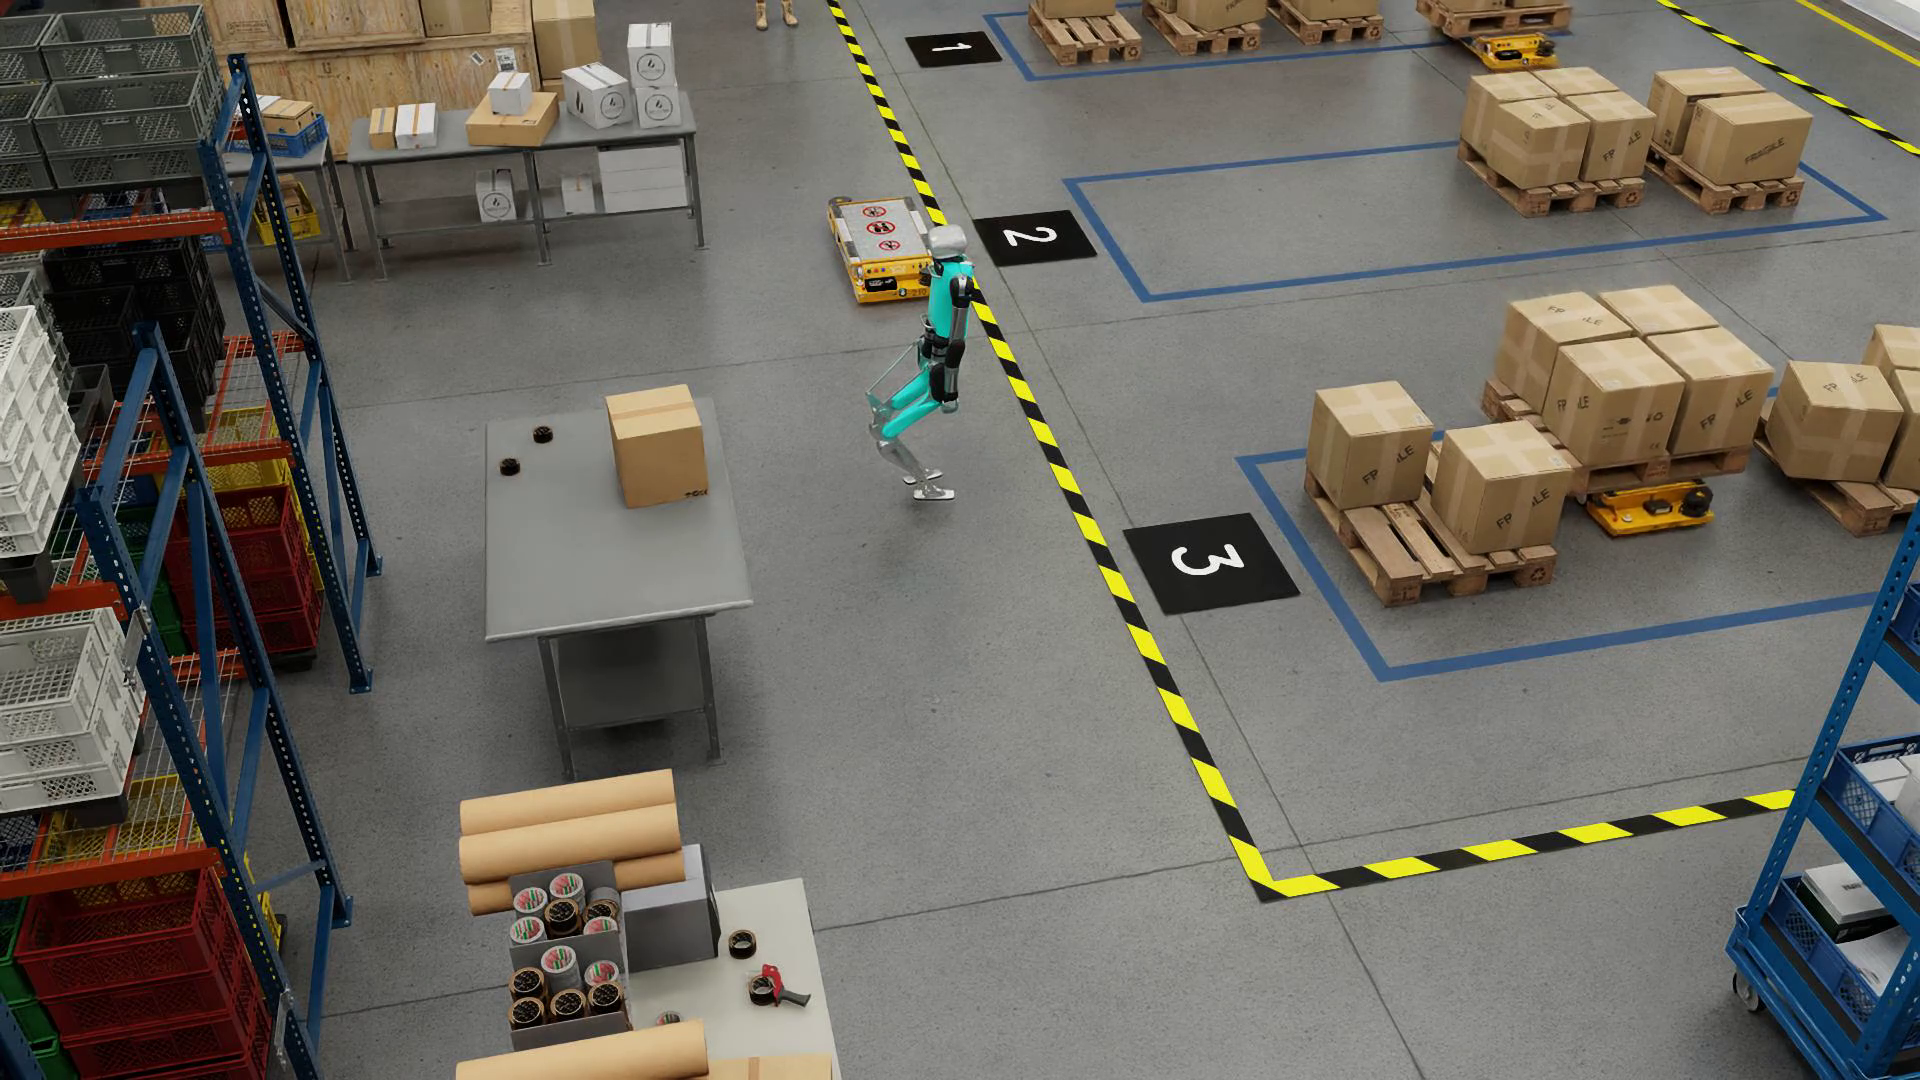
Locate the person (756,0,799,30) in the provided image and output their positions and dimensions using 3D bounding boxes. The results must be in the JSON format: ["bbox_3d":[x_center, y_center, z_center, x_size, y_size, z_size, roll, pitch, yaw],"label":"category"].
[{"bbox_3d":[-1.827,-5.998,16.130,0.604,2.044,0.372,-9,38,-12],"label":"person"}]

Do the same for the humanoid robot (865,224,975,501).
[{"bbox_3d":[-0.281,-0.980,9.528,0.735,1.677,0.533,-8,37,-11],"label":"humanoid robot"}]

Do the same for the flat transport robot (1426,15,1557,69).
[{"bbox_3d":[5.165,-4.953,16.187,0.652,0.197,1.431,-8,37,-10],"label":"flat transport robot"}]

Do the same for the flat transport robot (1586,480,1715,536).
[{"bbox_3d":[3.967,-0.543,10.260,0.652,0.197,1.431,-8,37,-10],"label":"flat transport robot"}]

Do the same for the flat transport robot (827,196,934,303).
[{"bbox_3d":[-0.570,-2.220,12.538,0.659,0.231,1.431,-8,37,-10],"label":"flat transport robot"}]
